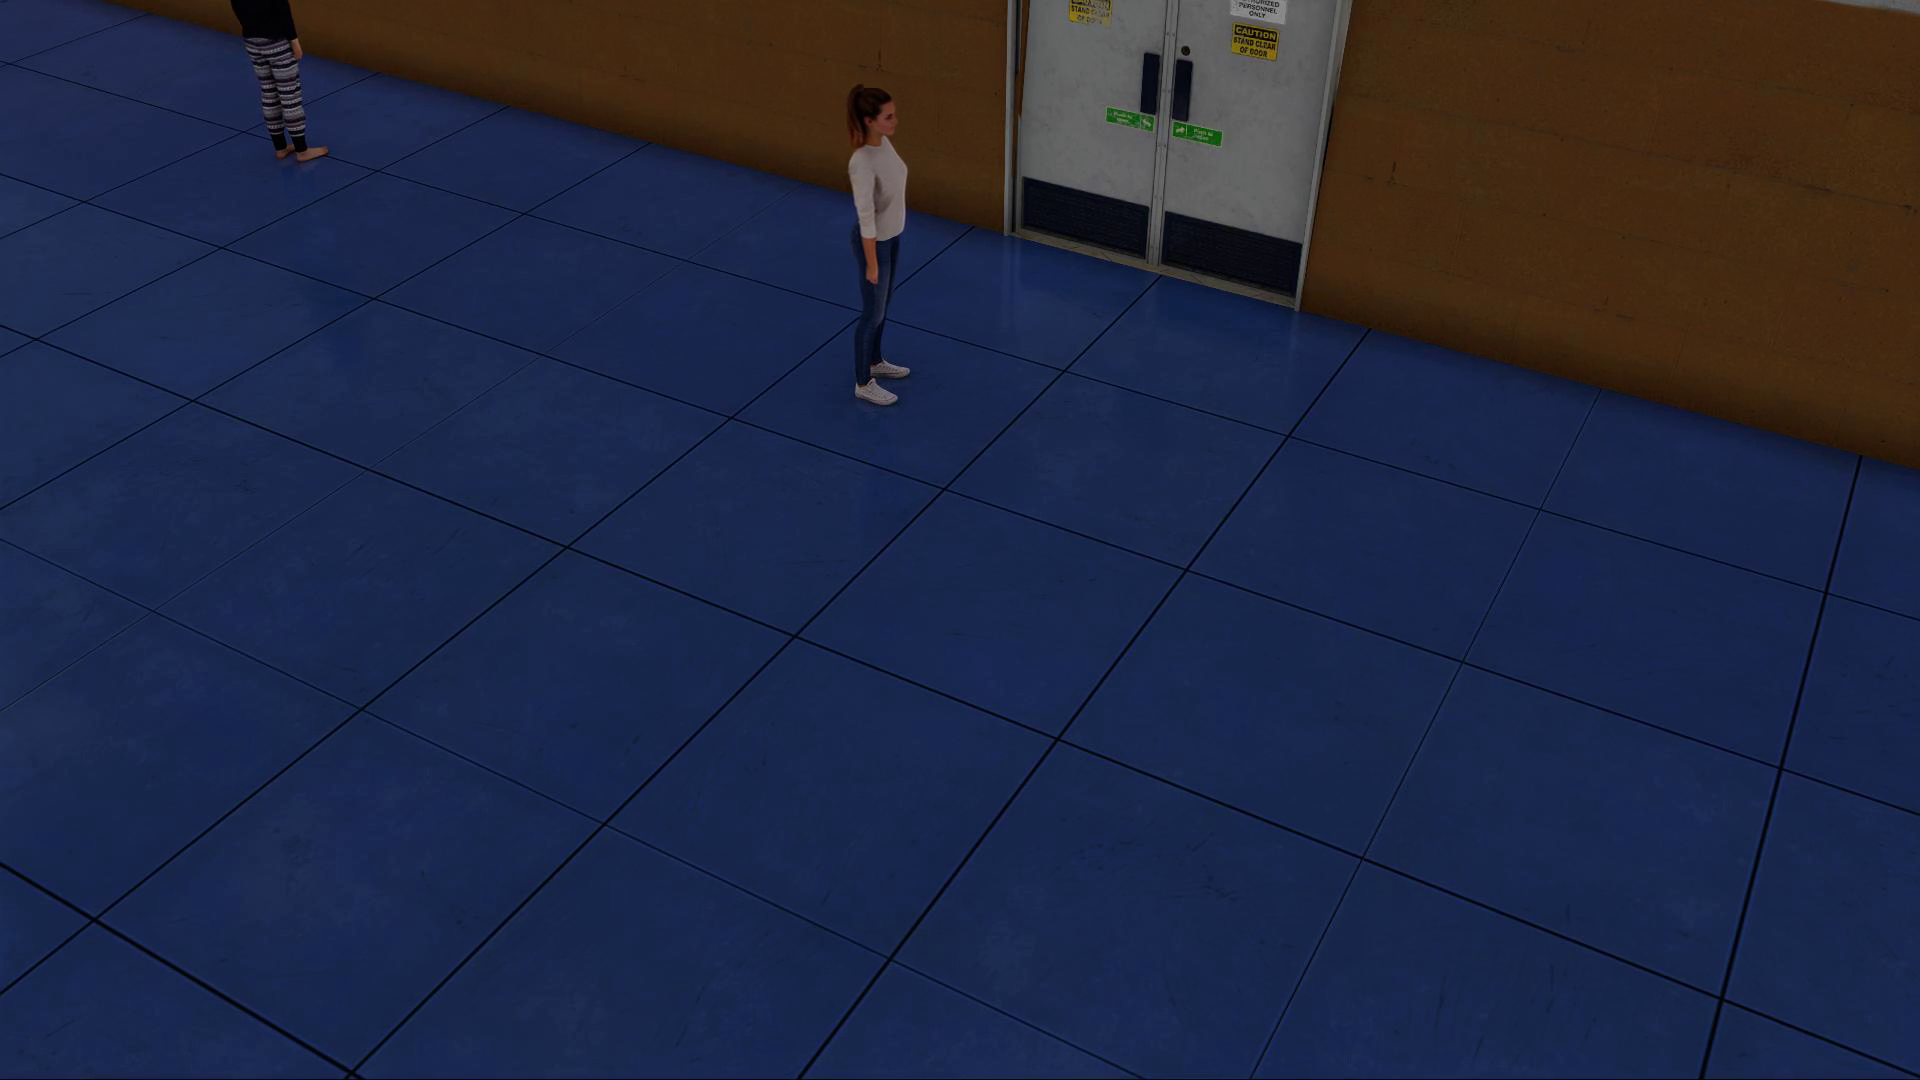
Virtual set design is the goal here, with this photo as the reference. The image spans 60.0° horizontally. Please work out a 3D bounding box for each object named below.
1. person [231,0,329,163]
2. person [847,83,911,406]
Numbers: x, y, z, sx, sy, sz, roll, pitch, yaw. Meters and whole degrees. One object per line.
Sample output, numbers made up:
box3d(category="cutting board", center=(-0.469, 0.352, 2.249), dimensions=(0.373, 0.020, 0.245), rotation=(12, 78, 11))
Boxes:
box3d(category="person", center=(-4.660, -3.401, 11.180), dimensions=(0.620, 1.734, 0.529), rotation=(16, 40, 20))
box3d(category="person", center=(-0.441, -1.548, 8.723), dimensions=(0.729, 1.719, 0.559), rotation=(8, 38, 10))
